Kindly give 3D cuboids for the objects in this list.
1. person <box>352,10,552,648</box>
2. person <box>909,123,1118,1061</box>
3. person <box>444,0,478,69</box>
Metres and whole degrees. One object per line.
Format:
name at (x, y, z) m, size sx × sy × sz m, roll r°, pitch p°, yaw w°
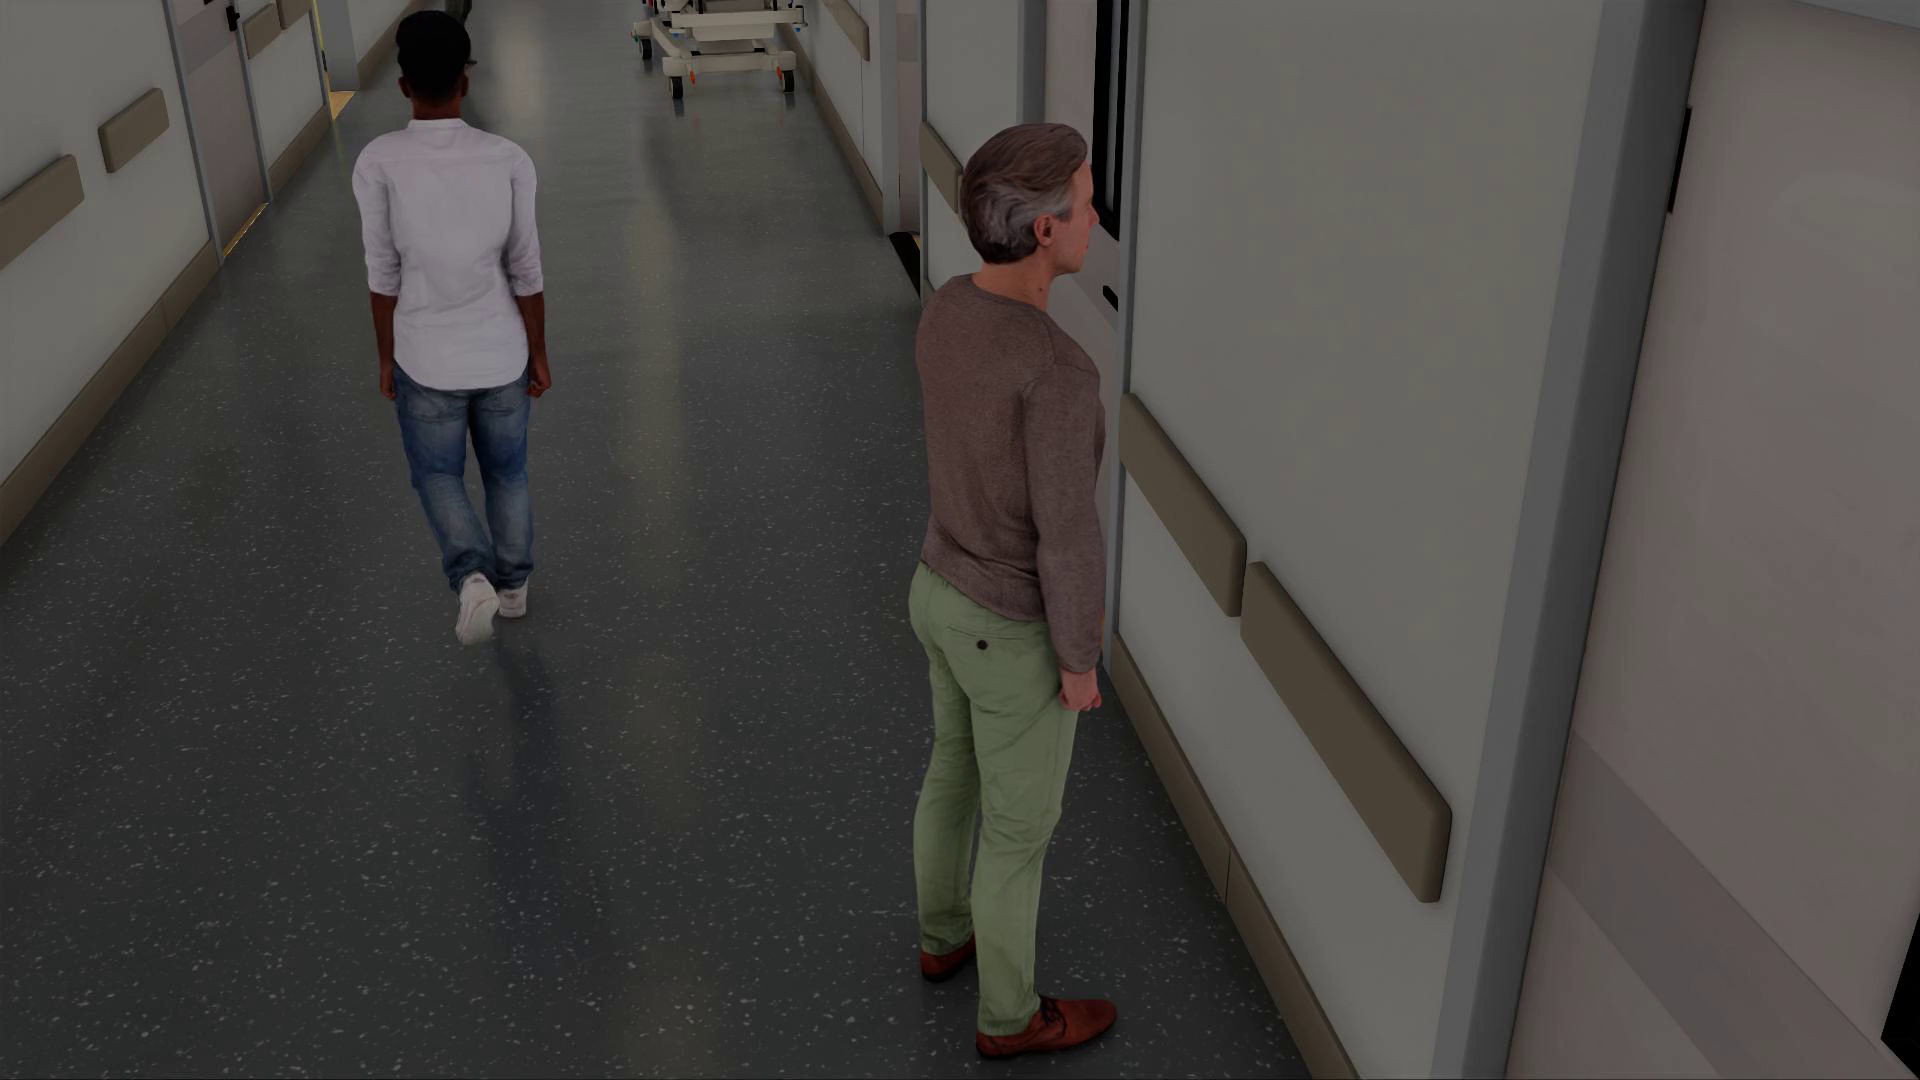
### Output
person at (-1.402, -0.519, 4.661) m, size 0.959 × 1.798 × 0.828 m, roll -9°, pitch 27°, yaw -18°
person at (0.076, 0.152, 3.187) m, size 0.707 × 1.870 × 0.748 m, roll -13°, pitch 29°, yaw -25°
person at (-4.035, -4.522, 13.155) m, size 0.526 × 1.630 × 0.764 m, roll -1°, pitch 26°, yaw -2°
